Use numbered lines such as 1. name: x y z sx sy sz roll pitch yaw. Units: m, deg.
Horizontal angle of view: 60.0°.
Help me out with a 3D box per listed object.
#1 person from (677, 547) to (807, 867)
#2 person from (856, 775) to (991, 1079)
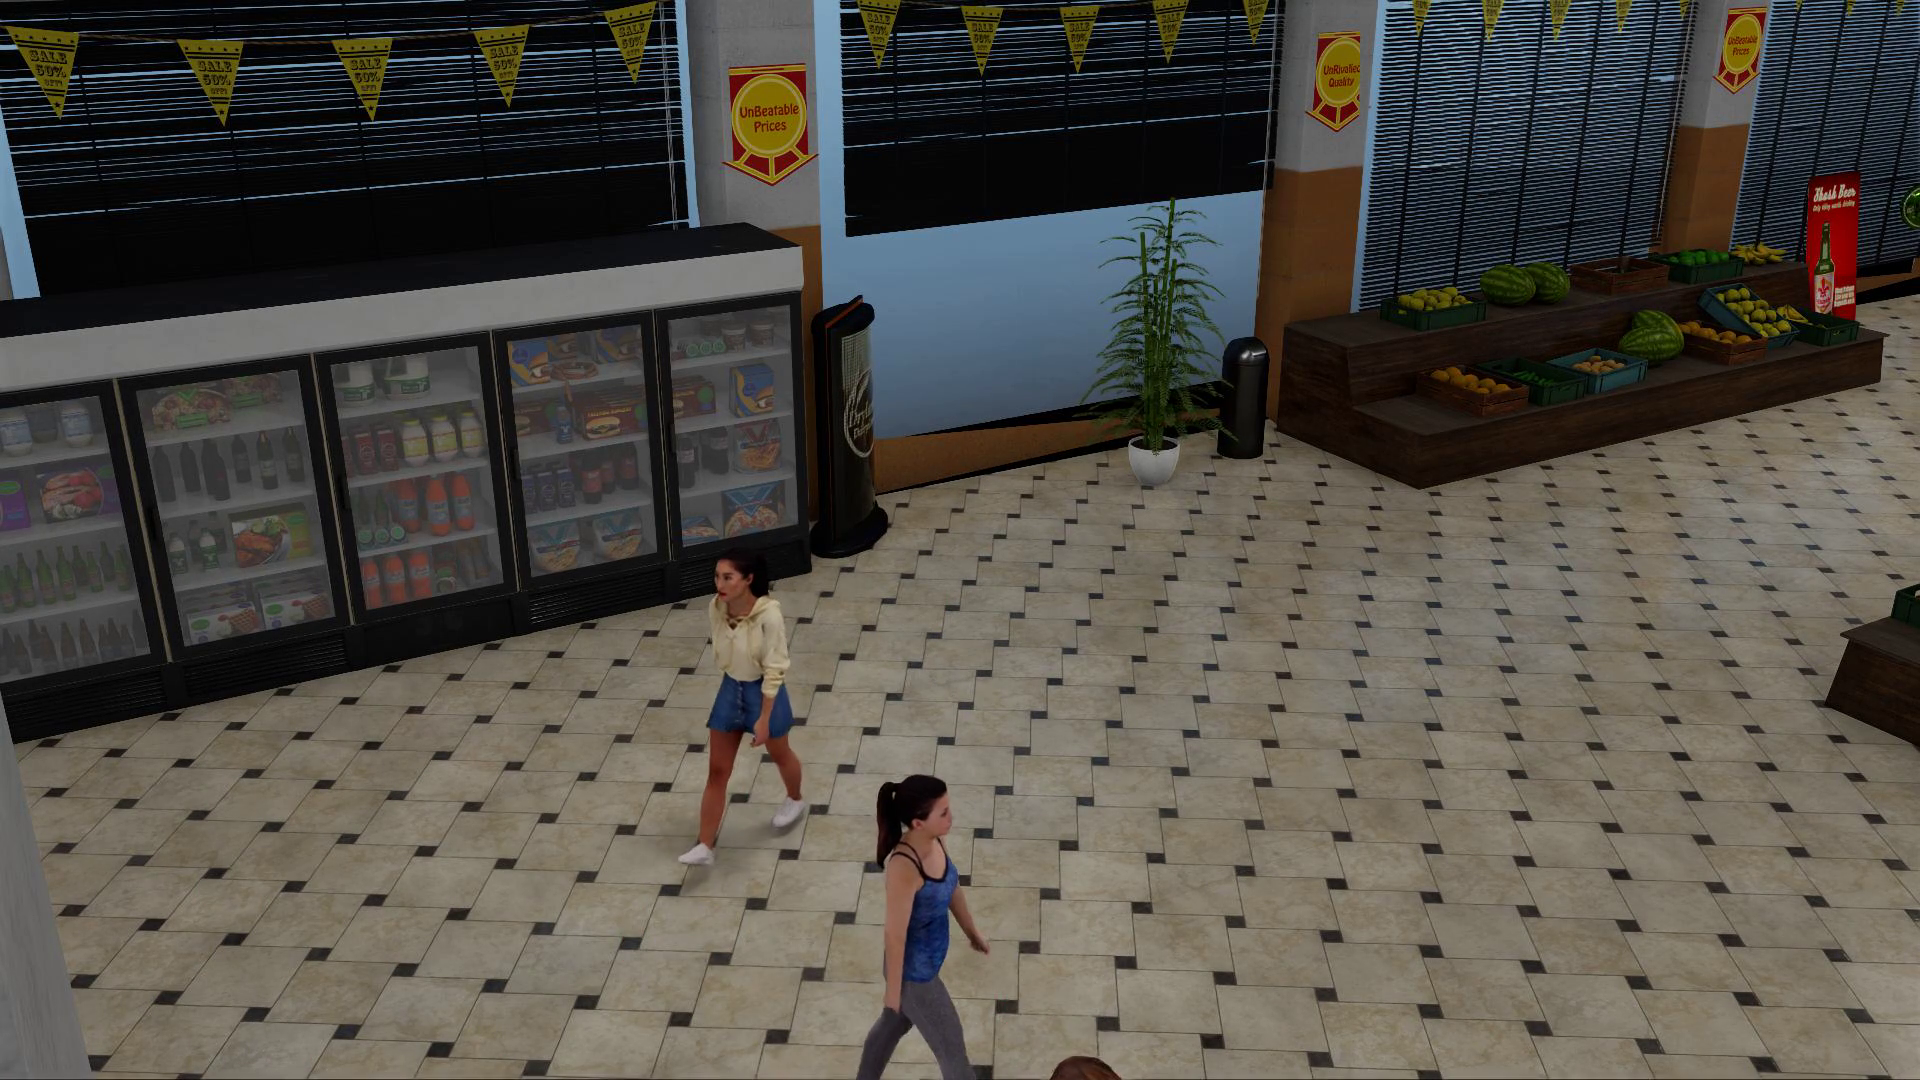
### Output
1. person: -0.950 0.785 8.131 1.023 1.567 1.225 11 25 26
2. person: -0.227 1.570 6.168 1.072 1.573 0.986 4 22 10
